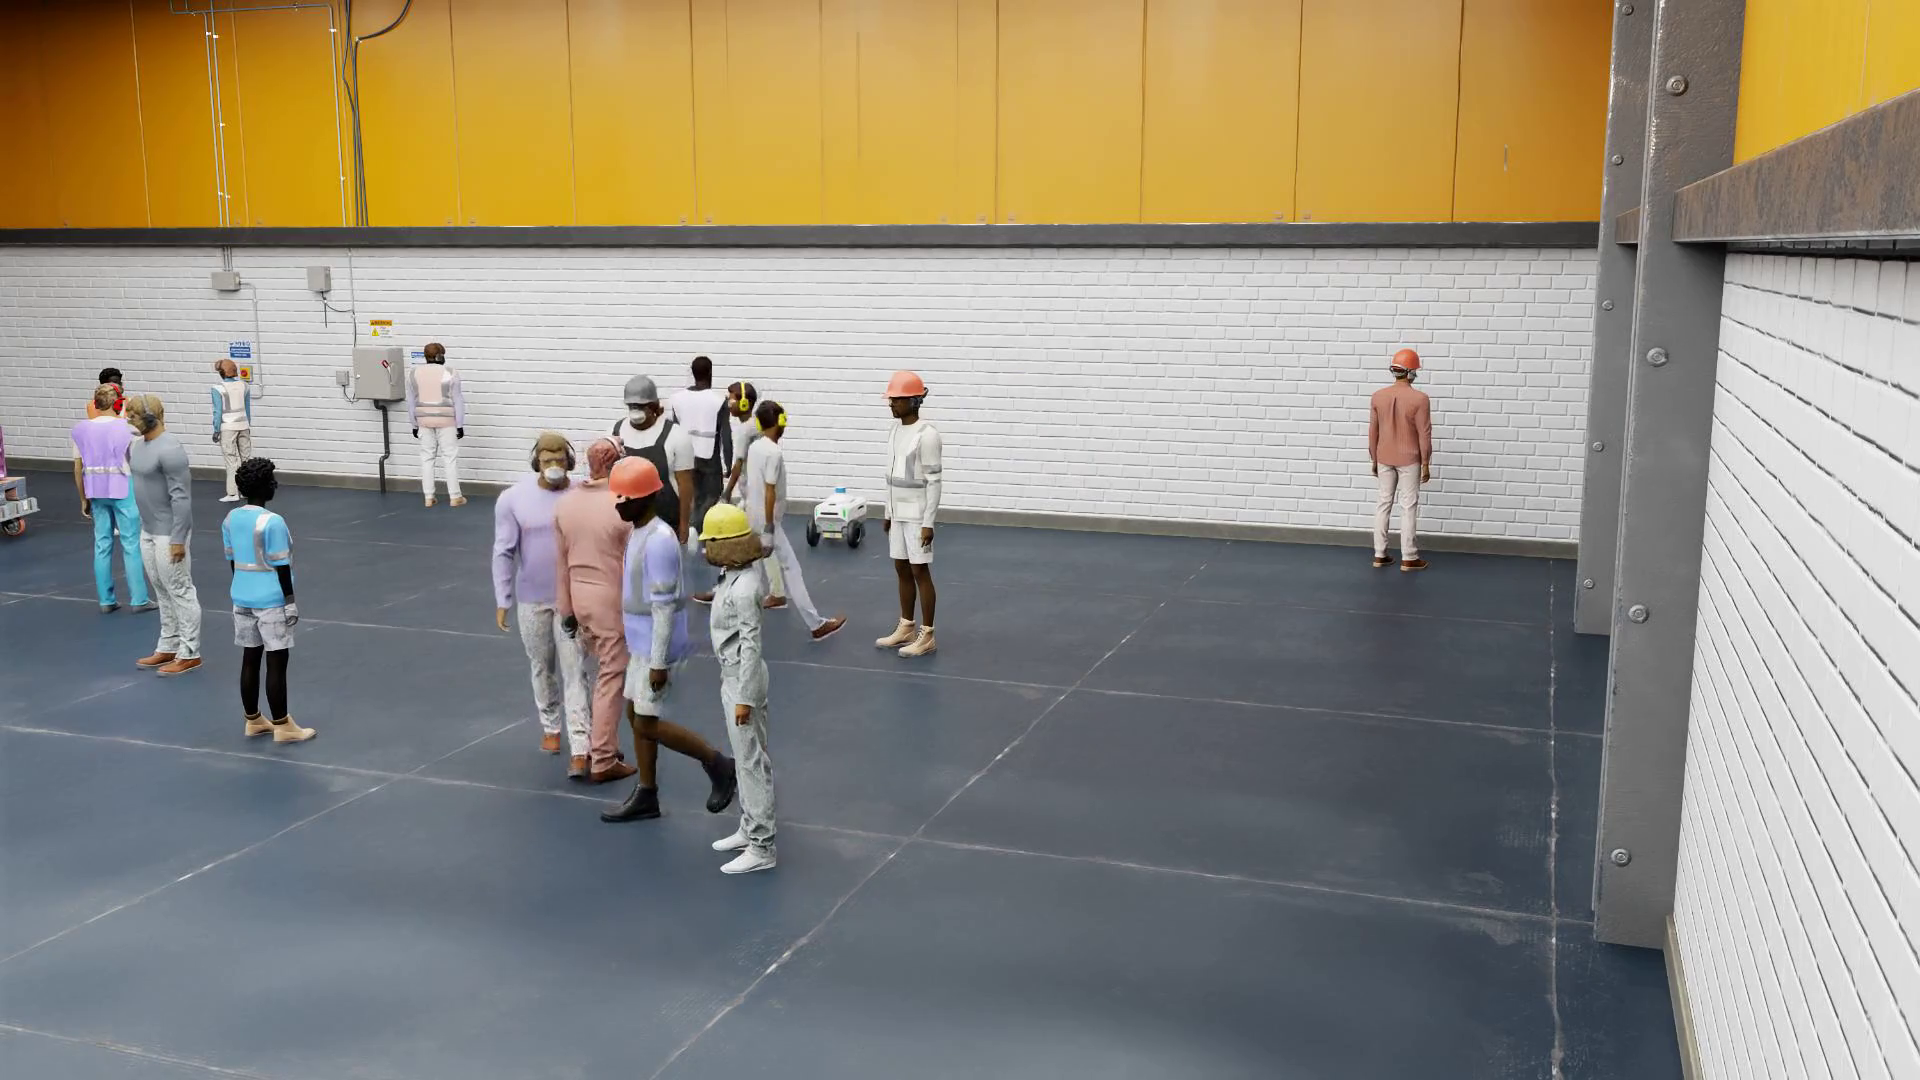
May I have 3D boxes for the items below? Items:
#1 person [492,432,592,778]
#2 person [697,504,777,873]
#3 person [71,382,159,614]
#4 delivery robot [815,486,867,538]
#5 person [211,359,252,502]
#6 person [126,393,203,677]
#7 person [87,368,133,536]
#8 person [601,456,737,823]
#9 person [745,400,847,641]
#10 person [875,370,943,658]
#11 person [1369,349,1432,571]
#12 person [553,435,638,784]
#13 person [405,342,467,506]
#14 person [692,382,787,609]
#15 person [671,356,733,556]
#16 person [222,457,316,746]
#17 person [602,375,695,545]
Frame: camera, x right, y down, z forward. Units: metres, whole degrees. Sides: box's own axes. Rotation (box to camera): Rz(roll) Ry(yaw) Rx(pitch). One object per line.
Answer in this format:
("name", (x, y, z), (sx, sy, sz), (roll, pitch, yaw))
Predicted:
("person", (-2.267, 0.347, 9.296), (0.640, 1.899, 0.884), (-2, 10, -9))
("person", (-1.048, 0.689, 7.793), (0.327, 1.737, 0.492), (-2, 10, -13))
("person", (-6.704, -0.321, 13.173), (0.566, 1.844, 0.381), (0, 10, 2))
("delivery robot", (-1.165, -0.282, 16.329), (0.477, 0.478, 0.707), (3, 10, 15))
("person", (-8.300, -1.247, 18.984), (0.309, 1.637, 0.513), (5, 11, 24))
("person", (-5.431, -0.037, 11.336), (0.629, 1.933, 0.379), (10, 14, 44))
("person", (-8.530, -0.897, 16.841), (0.315, 1.695, 0.541), (6, 12, 29))
("person", (-1.468, 0.509, 8.327), (0.631, 1.911, 0.570), (-4, 11, -19))
("person", (-1.333, -0.112, 12.120), (0.985, 1.803, 0.567), (-5, 11, -27))
("person", (-0.376, -0.186, 11.861), (0.373, 2.042, 0.614), (-6, 12, -32))
("person", (3.980, -0.722, 15.017), (0.608, 1.995, 0.377), (10, 14, 44))
("person", (-1.884, 0.374, 9.115), (0.639, 1.893, 0.576), (8, 13, 38))
("person", (-5.858, -1.289, 18.650), (0.624, 1.841, 0.430), (0, 10, 2))
("person", (-1.797, -0.336, 13.297), (0.874, 1.834, 0.513), (-1, 10, -5))
("person", (-2.433, -0.778, 15.617), (0.597, 1.898, 0.743), (3, 11, 19))
("person", (-4.079, 0.360, 9.764), (0.533, 1.697, 0.318), (6, 12, 32))
("person", (-2.247, -0.188, 11.876), (0.693, 2.000, 0.549), (1, 10, 6))
